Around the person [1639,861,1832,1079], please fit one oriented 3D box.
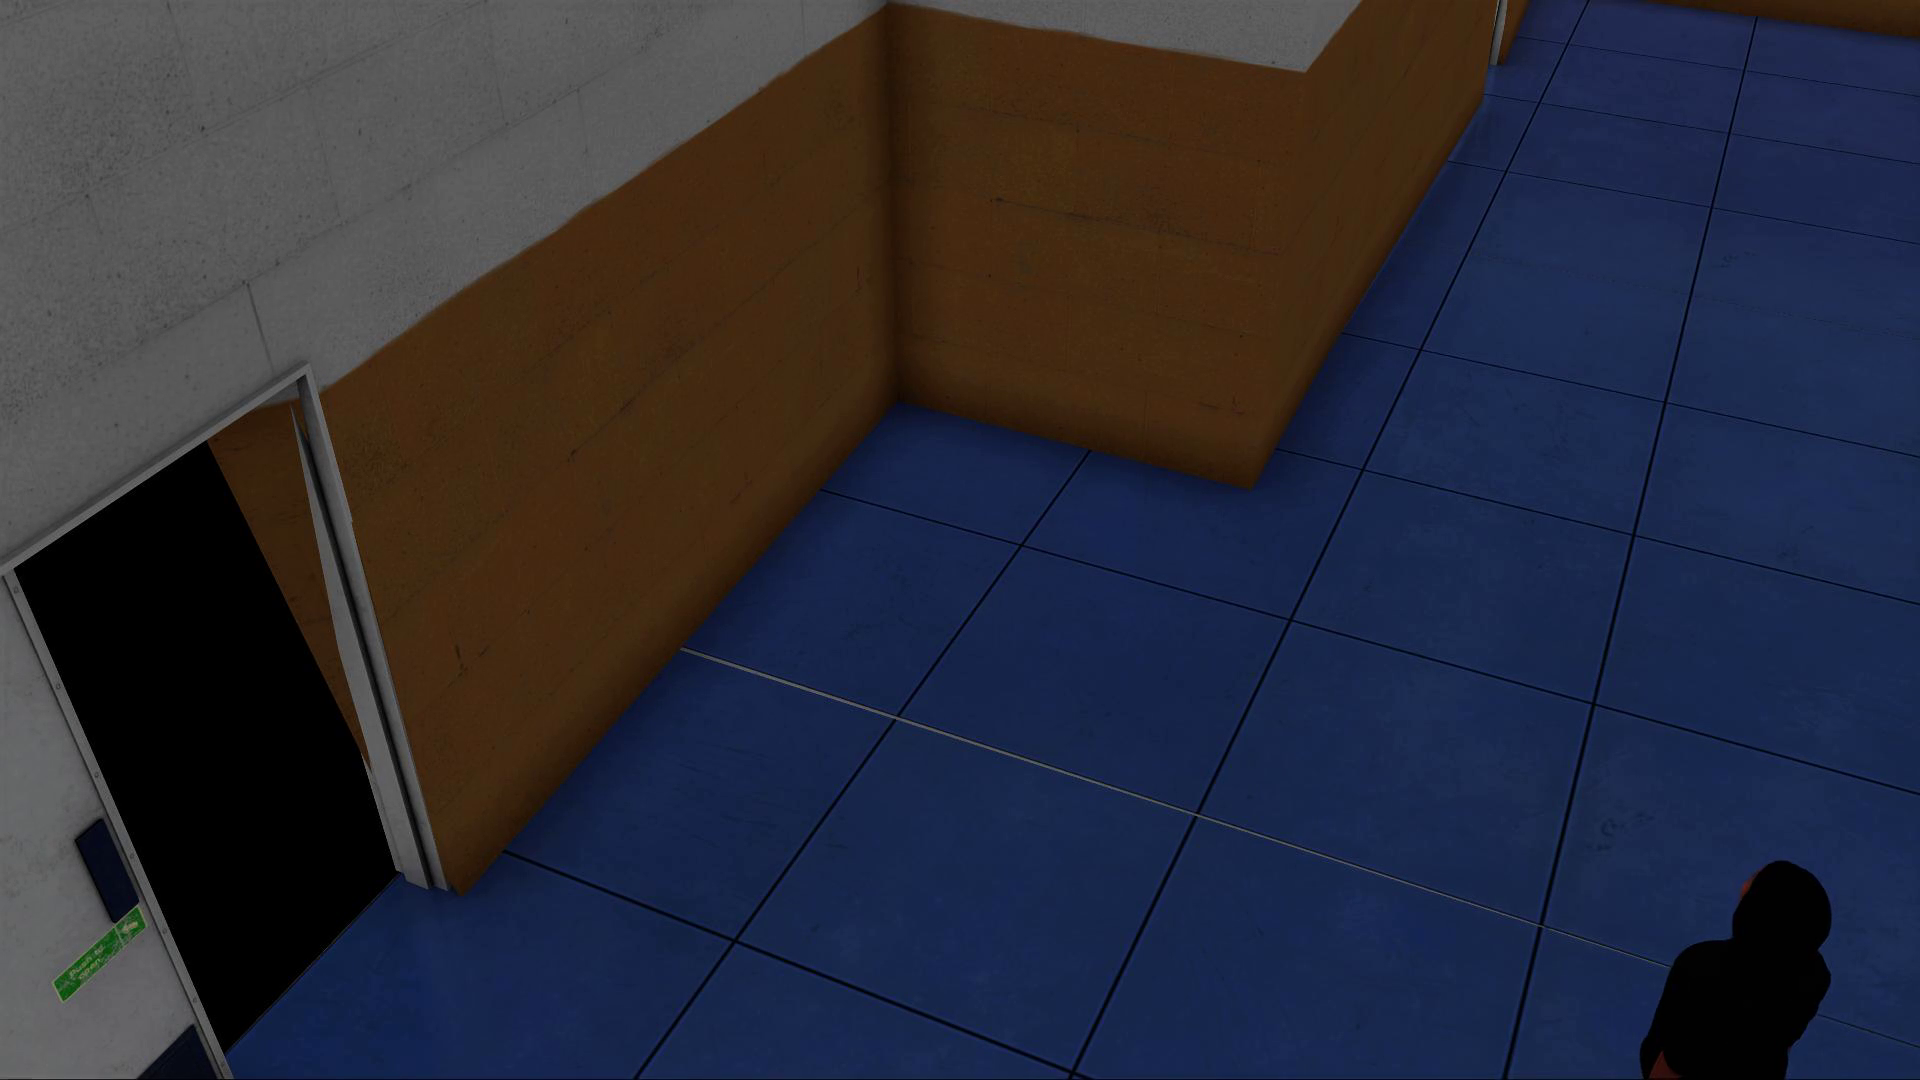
[{"bbox_3d":[2.073,1.516,4.620,0.638,1.701,0.726,-6,37,-7],"label":"person"}]
